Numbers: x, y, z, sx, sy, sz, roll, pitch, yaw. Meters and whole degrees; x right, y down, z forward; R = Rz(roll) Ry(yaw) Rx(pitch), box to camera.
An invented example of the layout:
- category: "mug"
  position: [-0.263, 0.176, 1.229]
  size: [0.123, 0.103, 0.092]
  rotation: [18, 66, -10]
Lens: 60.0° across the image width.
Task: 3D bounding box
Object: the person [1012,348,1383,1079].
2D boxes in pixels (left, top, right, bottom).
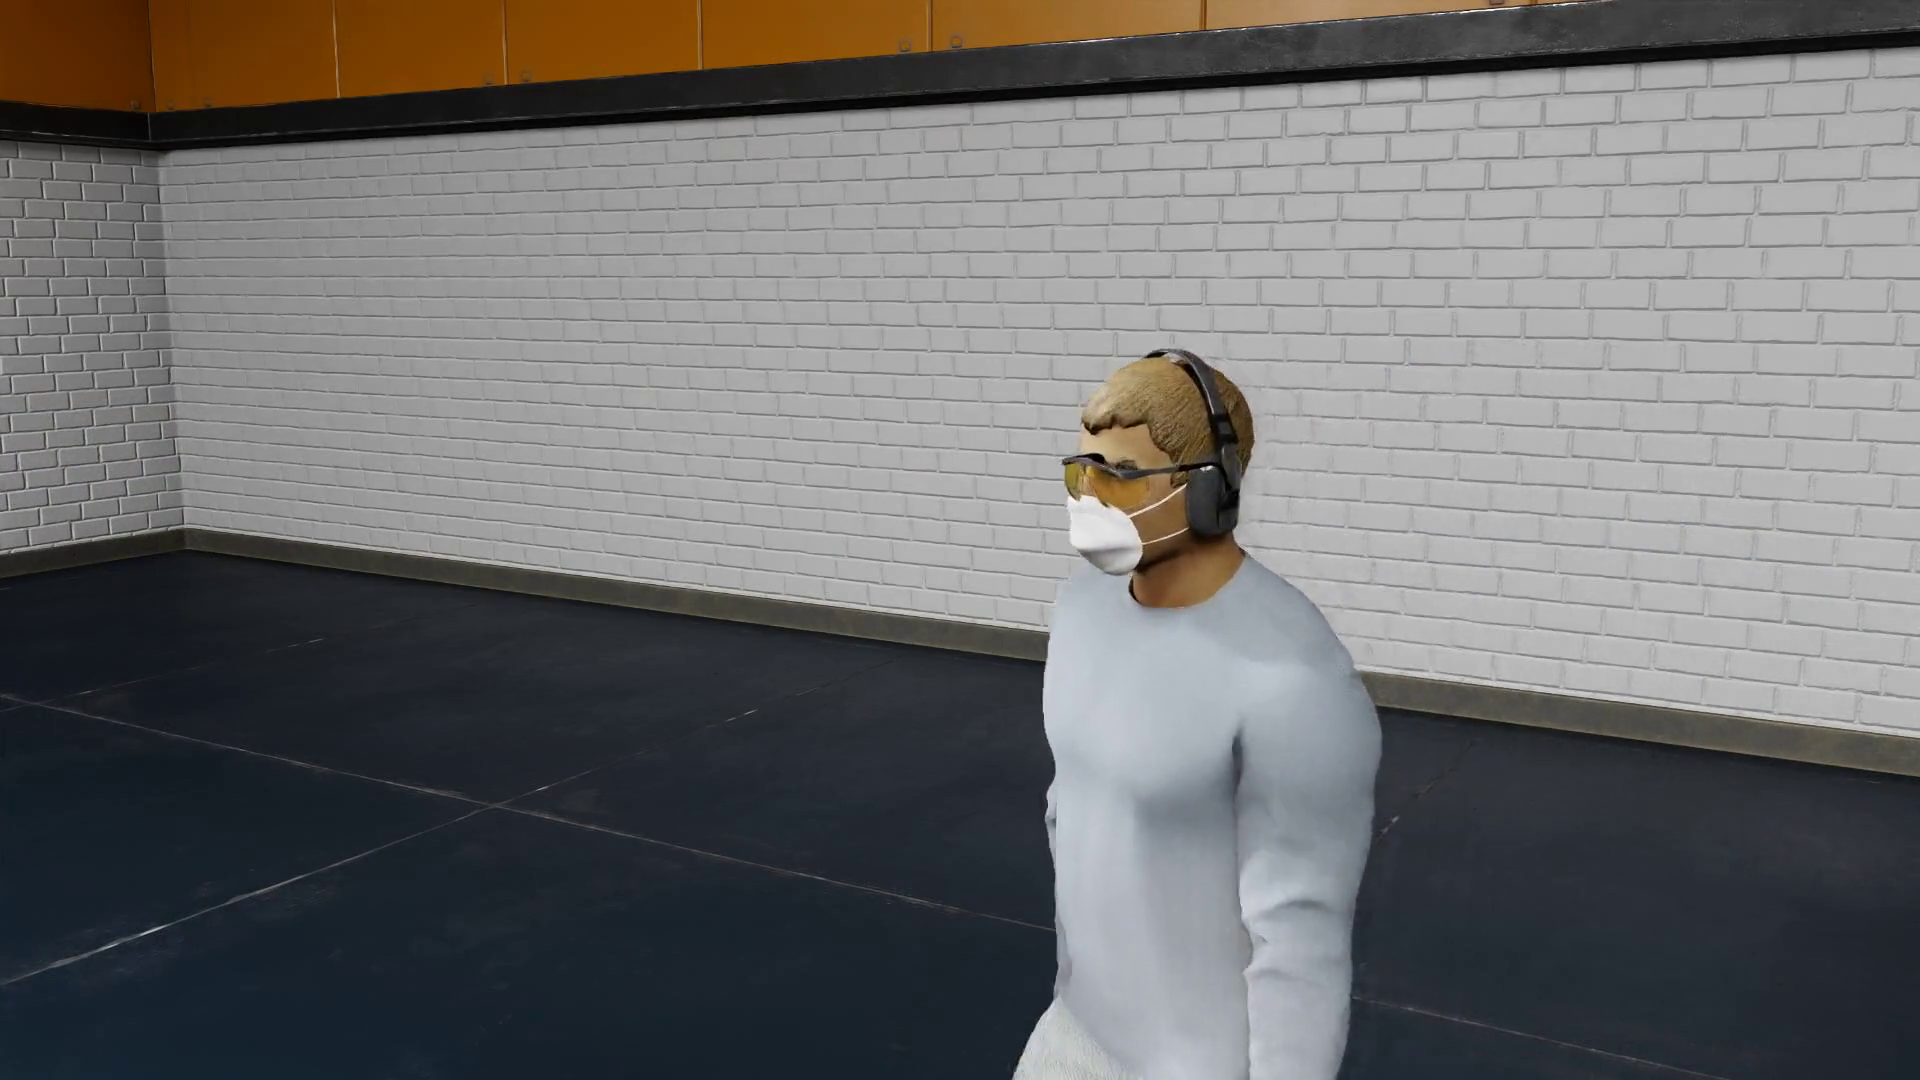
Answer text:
- category: "person"
  position: [0.275, 0.709, 2.242]
  size: [0.431, 1.927, 0.653]
  rotation: [-5, 10, -27]
